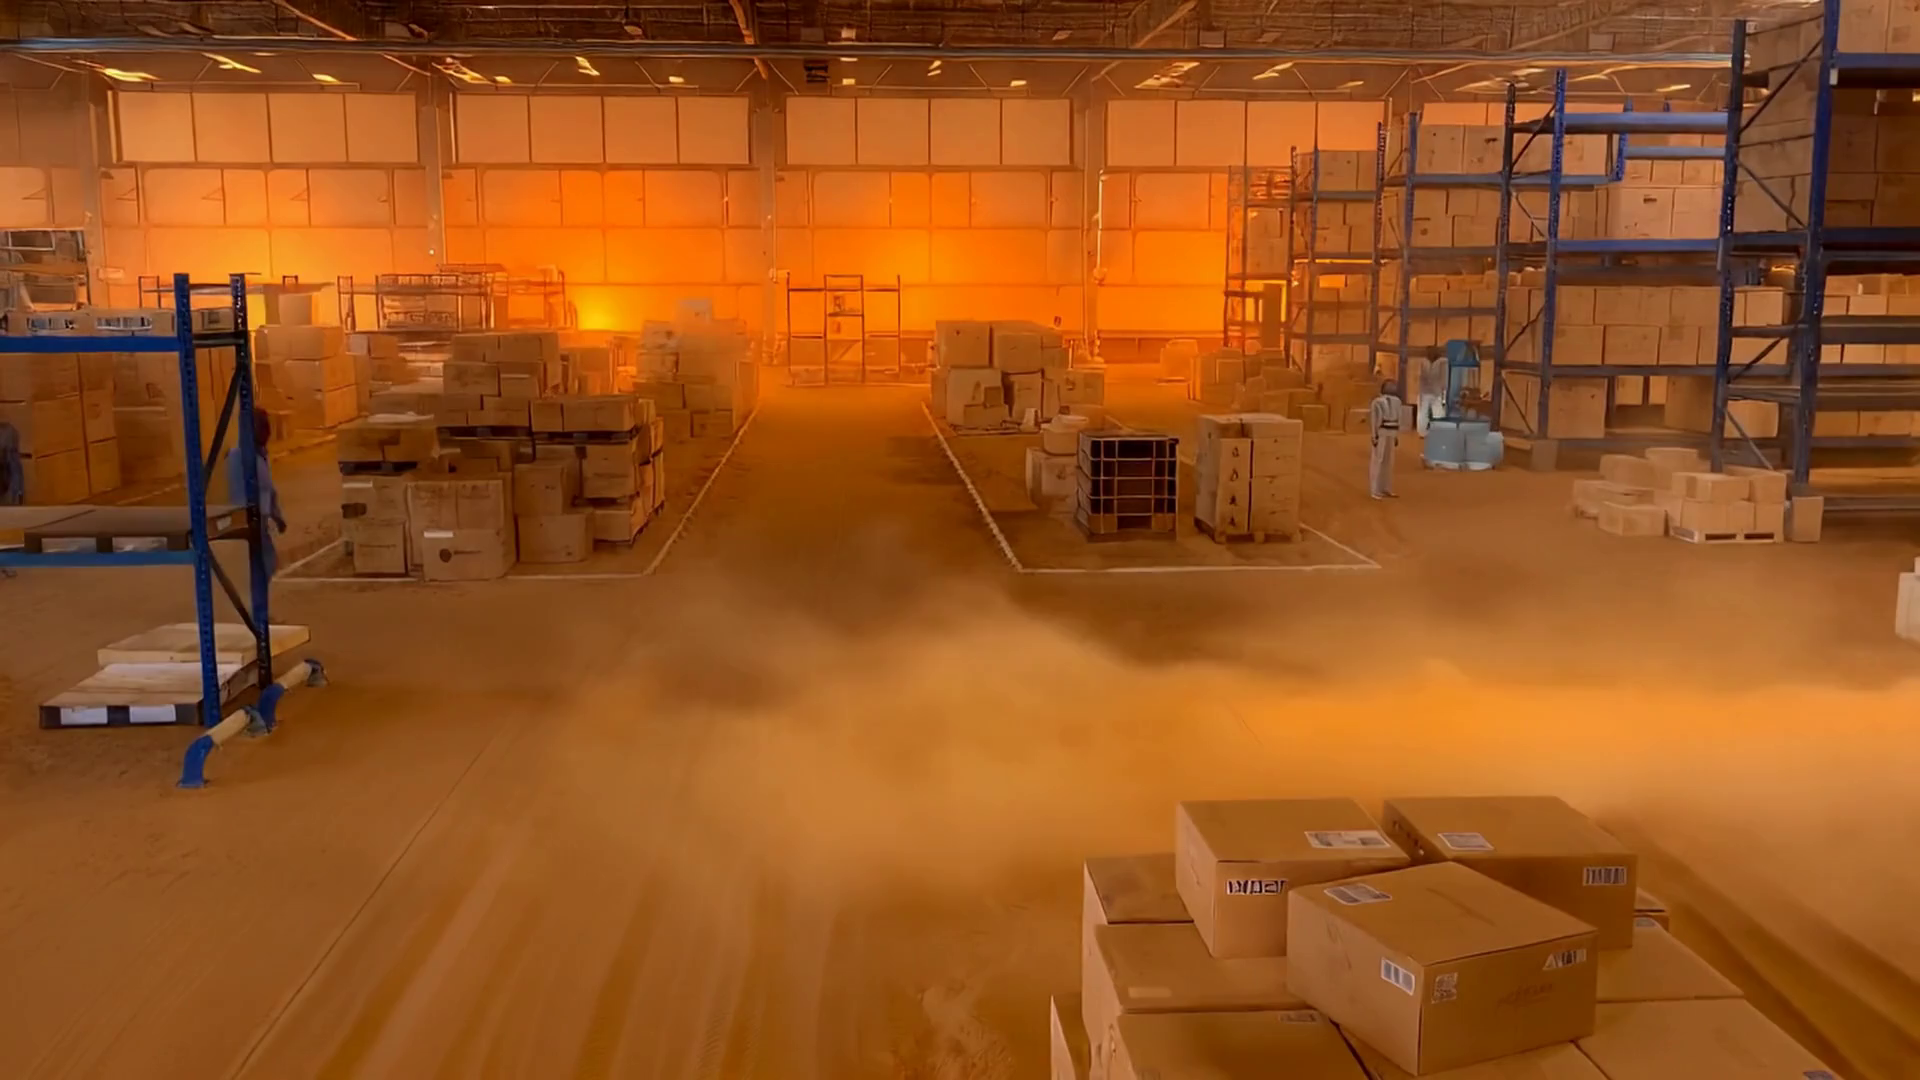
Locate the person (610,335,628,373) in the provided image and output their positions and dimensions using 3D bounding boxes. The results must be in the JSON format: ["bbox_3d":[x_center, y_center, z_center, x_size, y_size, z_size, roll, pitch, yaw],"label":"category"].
[{"bbox_3d":[-8.003,-3.960,38.801,0.530,1.623,0.549,3,9,16],"label":"person"}]

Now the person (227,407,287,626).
[{"bbox_3d":[-6.013,-0.194,14.288,0.492,1.904,0.608,-1,9,-4],"label":"person"}]

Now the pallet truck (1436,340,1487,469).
[{"bbox_3d":[8.004,-2.170,26.422,0.823,1.965,1.885,2,9,14],"label":"pallet truck"}]

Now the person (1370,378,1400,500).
[{"bbox_3d":[5.736,-1.363,22.464,0.514,1.645,0.308,-6,11,-33],"label":"person"}]

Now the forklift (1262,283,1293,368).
[{"bbox_3d":[8.011,-5.196,42.657,1.873,2.768,1.129,-1,9,-4],"label":"forklift"}]

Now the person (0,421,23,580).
[{"bbox_3d":[-9.622,-0.534,16.427,0.421,1.913,0.651,6,11,34],"label":"person"}]

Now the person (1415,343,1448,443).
[{"bbox_3d":[8.568,-2.675,30.208,0.631,1.812,0.803,7,11,37],"label":"person"}]

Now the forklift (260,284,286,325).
[{"bbox_3d":[-15.707,-4.501,38.293,1.873,2.768,1.129,-2,9,-10],"label":"forklift"}]
